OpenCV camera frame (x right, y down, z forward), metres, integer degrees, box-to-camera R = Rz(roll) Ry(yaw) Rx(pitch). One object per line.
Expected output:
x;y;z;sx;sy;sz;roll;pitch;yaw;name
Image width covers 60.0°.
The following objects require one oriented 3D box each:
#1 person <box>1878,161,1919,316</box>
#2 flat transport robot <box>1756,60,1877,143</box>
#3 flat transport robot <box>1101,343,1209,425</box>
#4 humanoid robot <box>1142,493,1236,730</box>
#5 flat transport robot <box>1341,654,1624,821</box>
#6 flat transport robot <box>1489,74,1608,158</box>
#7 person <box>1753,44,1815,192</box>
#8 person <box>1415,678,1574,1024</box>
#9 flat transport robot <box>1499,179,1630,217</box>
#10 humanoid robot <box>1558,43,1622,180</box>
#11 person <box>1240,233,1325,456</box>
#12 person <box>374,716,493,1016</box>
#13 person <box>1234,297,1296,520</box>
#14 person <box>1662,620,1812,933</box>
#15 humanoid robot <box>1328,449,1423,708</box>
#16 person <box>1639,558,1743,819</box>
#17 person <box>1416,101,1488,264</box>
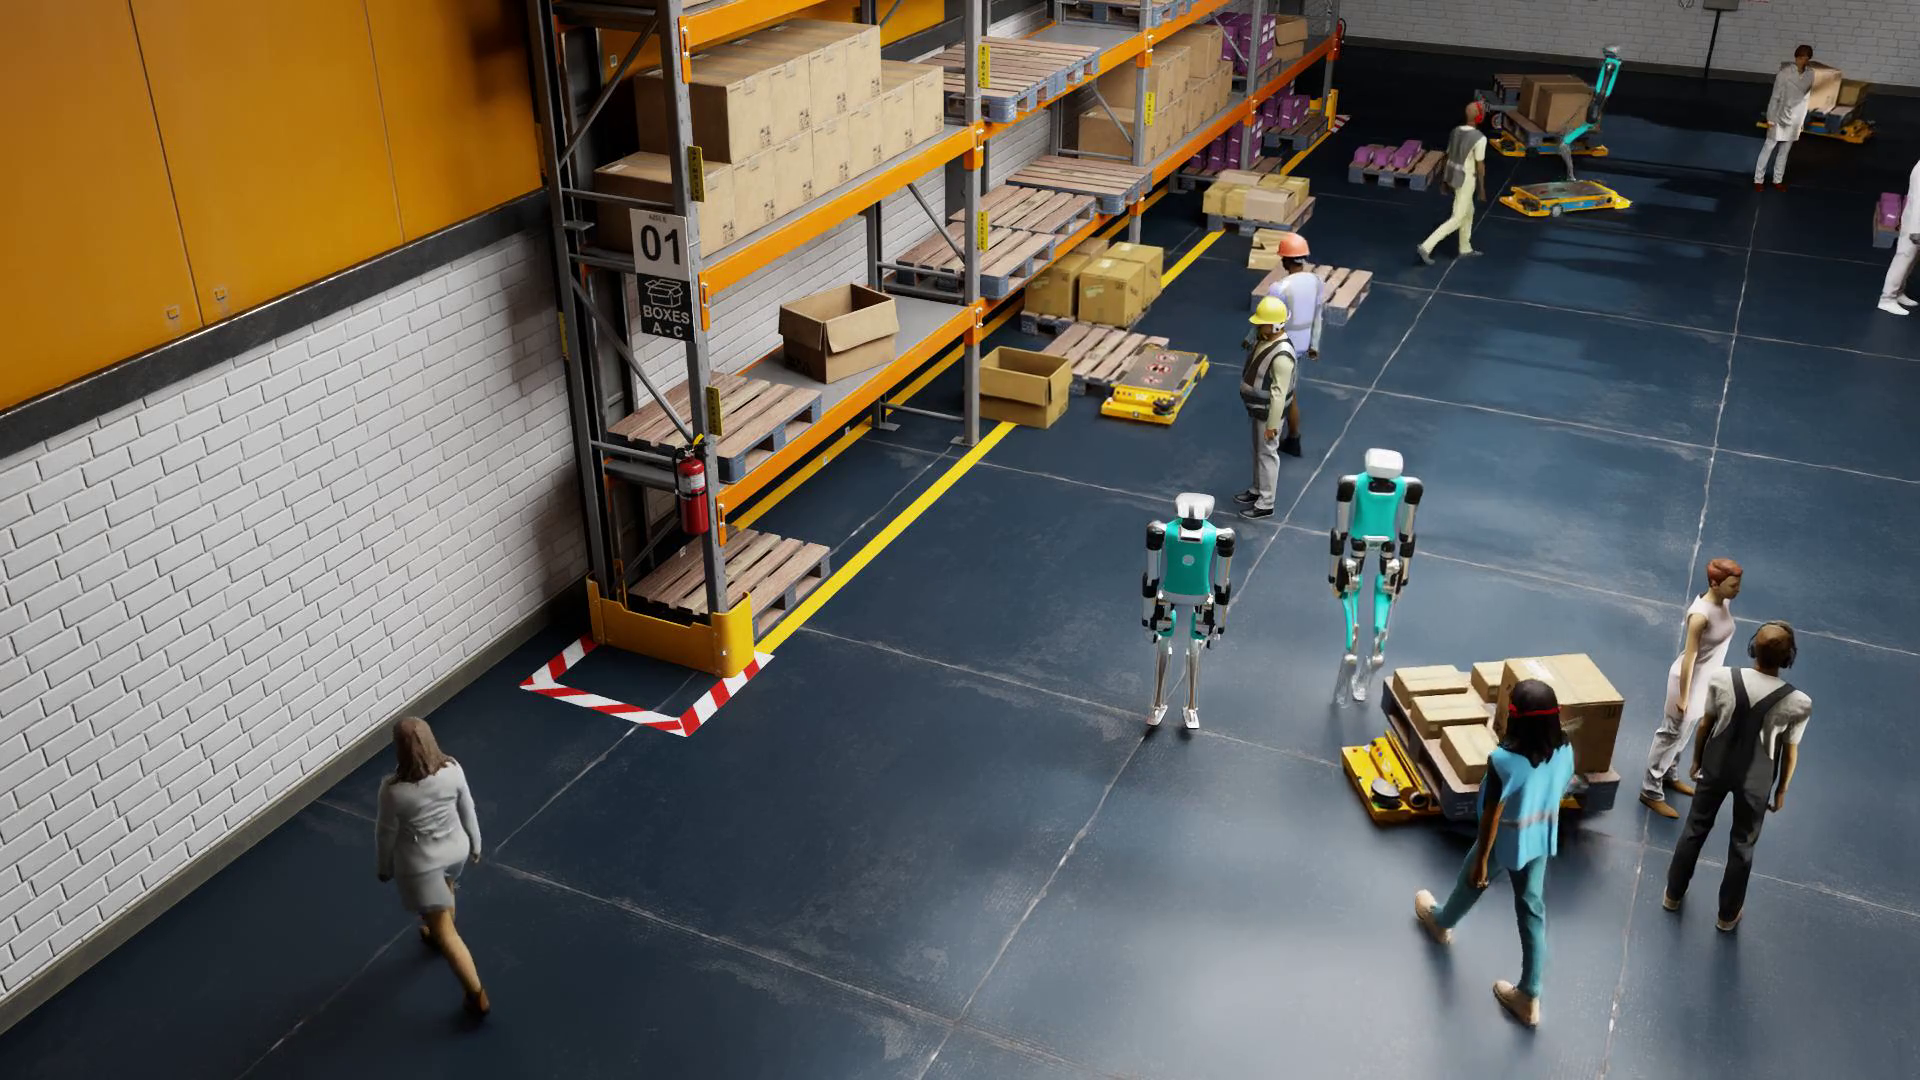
9.875;-3.264;17.064;0.404;1.901;0.660;23;36;36;person
12.207;-5.921;23.707;1.431;0.231;0.659;22;35;35;flat transport robot
1.828;-1.460;15.435;0.659;0.231;1.431;10;30;19;flat transport robot
1.405;0.376;10.344;0.533;1.677;0.735;5;29;9;humanoid robot
3.119;1.404;10.124;1.431;0.231;0.659;-3;28;-6;flat transport robot
8.070;-5.434;22.805;1.431;0.231;0.659;-1;28;-1;flat transport robot
10.384;-5.289;20.894;0.501;1.829;0.367;-1;28;-1;person
2.752;1.476;8.358;0.552;1.811;0.981;-9;29;-15;person
7.479;-4.225;20.563;1.431;0.231;0.659;-8;29;-14;flat transport robot
7.983;-5.458;21.345;0.715;1.824;0.553;11;30;19;humanoid robot
2.696;-1.698;14.155;0.549;1.897;0.870;-19;34;-32;person
-2.634;1.597;8.335;0.860;1.619;0.492;23;36;36;person
2.390;-1.037;13.018;0.403;1.825;0.589;-1;28;-2;person
4.110;1.241;8.782;0.500;1.837;0.339;20;34;33;person
2.618;0.319;10.561;0.531;1.779;0.635;2;28;4;humanoid robot
4.291;0.839;9.703;0.271;1.659;0.464;23;36;36;person
5.524;-3.947;18.422;0.862;1.810;0.578;-6;29;-12;person
